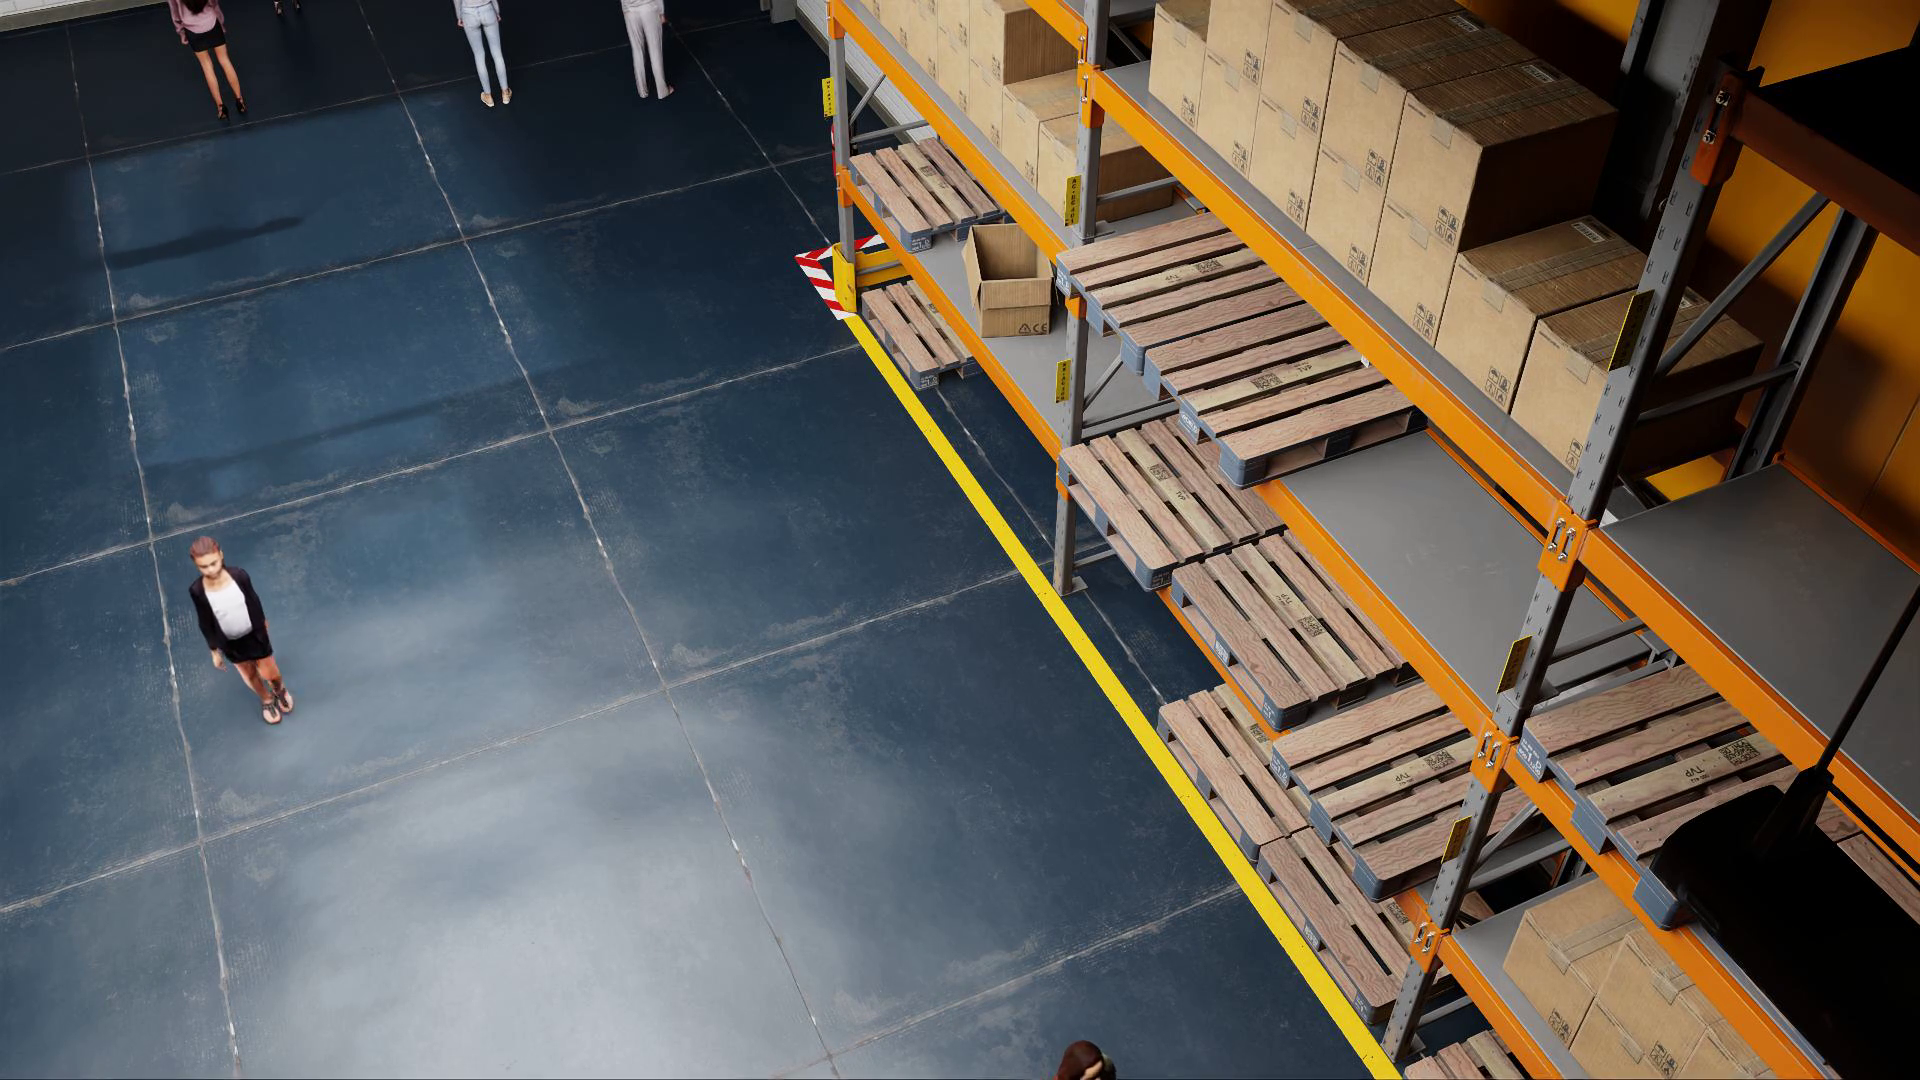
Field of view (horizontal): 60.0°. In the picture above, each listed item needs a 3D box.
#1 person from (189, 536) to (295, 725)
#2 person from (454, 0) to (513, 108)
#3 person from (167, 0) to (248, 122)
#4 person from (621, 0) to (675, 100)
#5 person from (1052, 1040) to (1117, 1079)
[{"bbox_3d":[-4.615,0.547,10.601,0.531,1.544,0.578,-20,47,-19],"label":"person"},{"bbox_3d":[-4.736,-5.146,16.393,0.593,1.797,0.517,-16,46,-16],"label":"person"},{"bbox_3d":[-7.352,-4.947,16.174,0.646,1.811,0.569,-24,49,-23],"label":"person"},{"bbox_3d":[-3.152,-5.224,16.492,0.683,1.774,0.714,7,44,8],"label":"person"},{"bbox_3d":[0.554,2.852,8.238,0.734,1.464,0.919,-31,52,-29],"label":"person"}]
